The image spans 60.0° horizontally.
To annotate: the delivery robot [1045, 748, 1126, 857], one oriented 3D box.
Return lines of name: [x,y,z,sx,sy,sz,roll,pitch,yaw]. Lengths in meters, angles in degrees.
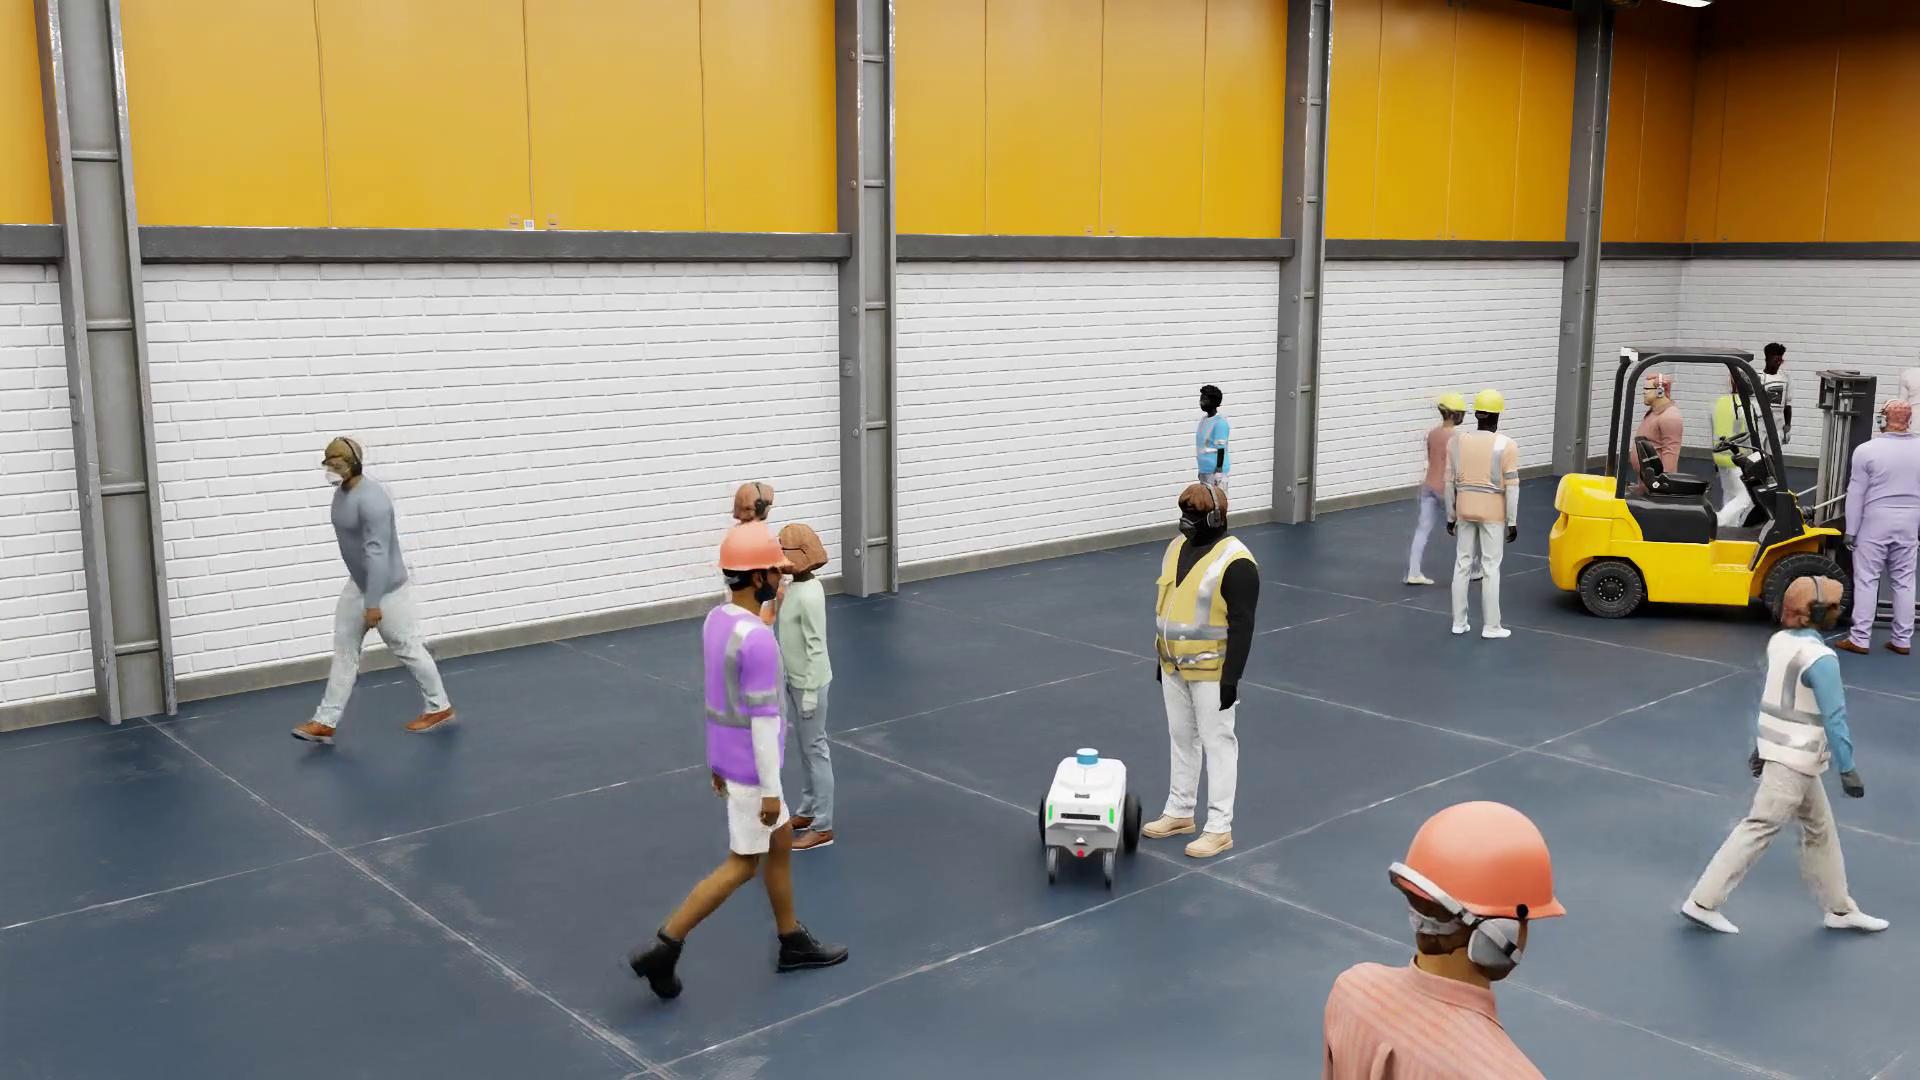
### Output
delivery robot: [0.615,1.256,8.058,0.477,0.478,0.707,2,10,9]

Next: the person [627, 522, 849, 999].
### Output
person: [-0.898,0.877,6.610,0.897,1.912,0.548,-5,11,-25]

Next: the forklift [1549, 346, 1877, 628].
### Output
forklift: [6.109,-0.478,13.691,2.313,2.155,1.214,3,10,16]

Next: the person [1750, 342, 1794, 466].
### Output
person: [9.371,-1.320,19.343,0.602,1.956,0.379,0,10,1]

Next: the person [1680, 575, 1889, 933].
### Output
person: [3.577,0.938,7.163,0.878,1.596,0.506,2,10,11]

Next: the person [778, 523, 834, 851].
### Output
person: [-0.784,0.724,8.291,0.285,1.634,0.499,-2,10,-14]

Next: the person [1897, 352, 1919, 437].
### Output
person: [11.511,-1.382,19.850,0.639,1.901,0.402,4,11,24]

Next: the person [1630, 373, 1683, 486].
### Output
person: [6.194,-0.537,14.880,0.403,1.906,0.652,1,10,8]

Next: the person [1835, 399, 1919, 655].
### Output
person: [6.860,-0.095,12.319,0.641,1.900,0.403,0,10,2]

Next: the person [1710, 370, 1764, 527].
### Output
person: [7.687,-0.777,16.527,0.723,1.824,0.648,-3,10,-15]

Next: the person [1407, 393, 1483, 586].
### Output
person: [4.411,-0.447,14.868,0.899,1.715,0.537,-3,10,-20]

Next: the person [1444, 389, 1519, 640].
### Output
person: [4.023,-0.198,12.826,0.585,1.928,0.370,9,13,41]

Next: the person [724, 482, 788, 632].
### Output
person: [-1.181,0.471,9.779,0.386,1.634,0.530,-6,11,-31]

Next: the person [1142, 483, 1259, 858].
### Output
person: [1.178,0.631,8.231,0.429,1.844,0.627,-6,11,-31]

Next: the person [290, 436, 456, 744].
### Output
person: [-3.562,0.303,10.015,1.039,1.875,0.655,-9,13,-43]

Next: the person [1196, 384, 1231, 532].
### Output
person: [2.480,-0.685,16.379,0.320,1.690,0.537,-3,10,-15]

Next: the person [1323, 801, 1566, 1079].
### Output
person: [0.888,1.444,3.038,0.386,1.989,0.608,-4,10,-22]
